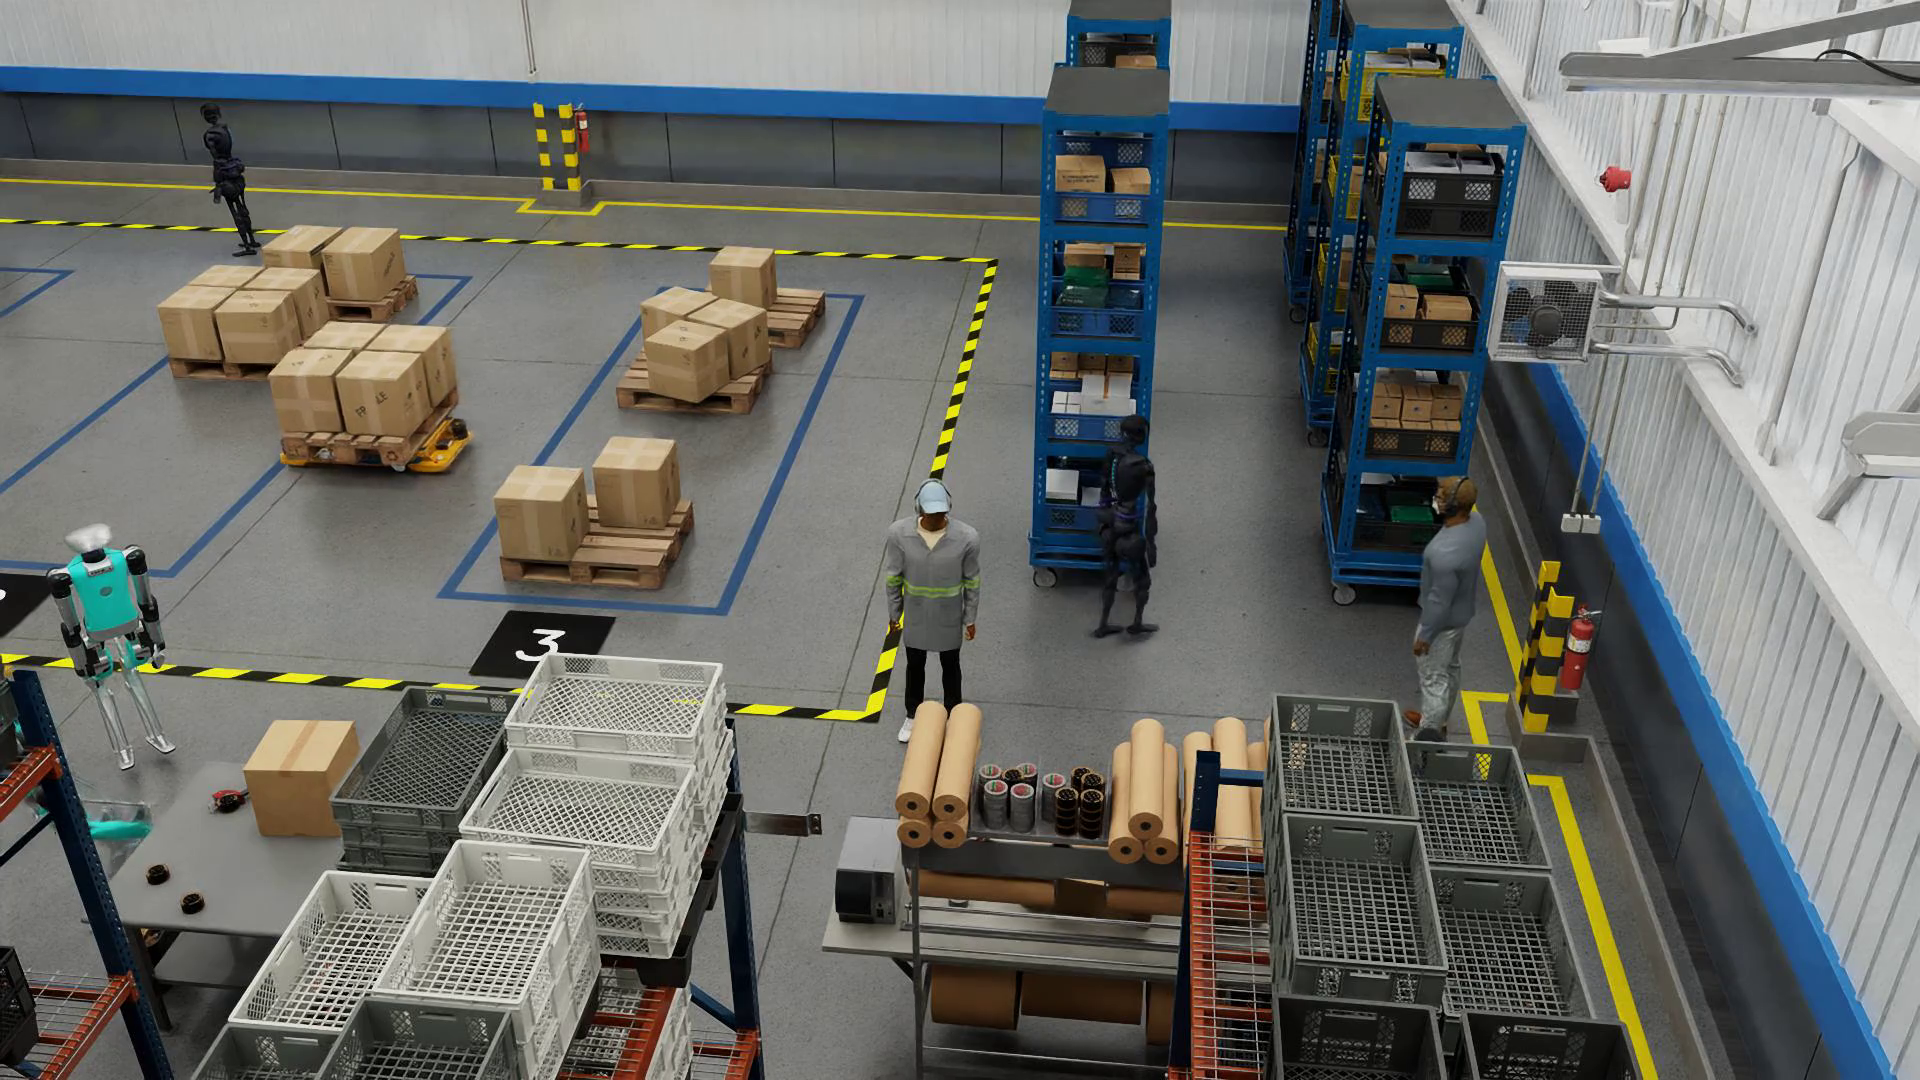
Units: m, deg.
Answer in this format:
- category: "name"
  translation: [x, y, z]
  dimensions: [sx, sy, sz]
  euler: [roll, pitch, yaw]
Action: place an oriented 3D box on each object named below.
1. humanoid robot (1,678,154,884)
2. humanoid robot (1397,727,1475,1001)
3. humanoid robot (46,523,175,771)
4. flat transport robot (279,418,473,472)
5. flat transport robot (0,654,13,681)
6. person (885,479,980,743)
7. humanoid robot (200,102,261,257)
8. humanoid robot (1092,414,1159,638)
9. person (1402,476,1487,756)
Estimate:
- category: "humanoid robot"
  translation: [-4.649, 1.407, 8.838]
  dimensions: [0.555, 1.817, 0.797]
  euler: [24, 38, 35]
- category: "humanoid robot"
  translation: [2.356, 1.652, 8.475]
  dimensions: [0.613, 1.629, 0.759]
  euler: [-2, 30, -3]
- category: "humanoid robot"
  translation: [-5.159, 0.576, 10.088]
  dimensions: [0.533, 1.681, 0.735]
  euler: [-22, 37, -33]
- category: "flat transport robot"
  translation: [-4.947, -0.843, 14.094]
  dimensions: [1.431, 0.197, 0.652]
  euler: [3, 30, 6]
- category: "flat transport robot"
  translation: [-7.142, 0.969, 11.010]
  dimensions: [1.431, 0.231, 0.659]
  euler: [3, 30, 6]
- category: "person"
  translation: [-0.172, 0.452, 10.323]
  dimensions: [0.589, 1.852, 0.366]
  euler: [3, 30, 5]
- category: "humanoid robot"
  translation: [-7.909, -3.901, 17.963]
  dimensions: [0.315, 1.653, 0.599]
  euler: [-2, 30, -4]
- category: "humanoid robot"
  translation: [1.118, -0.084, 11.423]
  dimensions: [0.436, 1.646, 0.602]
  euler: [-18, 35, -28]
- category: "person"
  translation: [2.948, 0.477, 10.196]
  dimensions: [0.378, 1.940, 0.628]
  euler: [19, 35, 29]
